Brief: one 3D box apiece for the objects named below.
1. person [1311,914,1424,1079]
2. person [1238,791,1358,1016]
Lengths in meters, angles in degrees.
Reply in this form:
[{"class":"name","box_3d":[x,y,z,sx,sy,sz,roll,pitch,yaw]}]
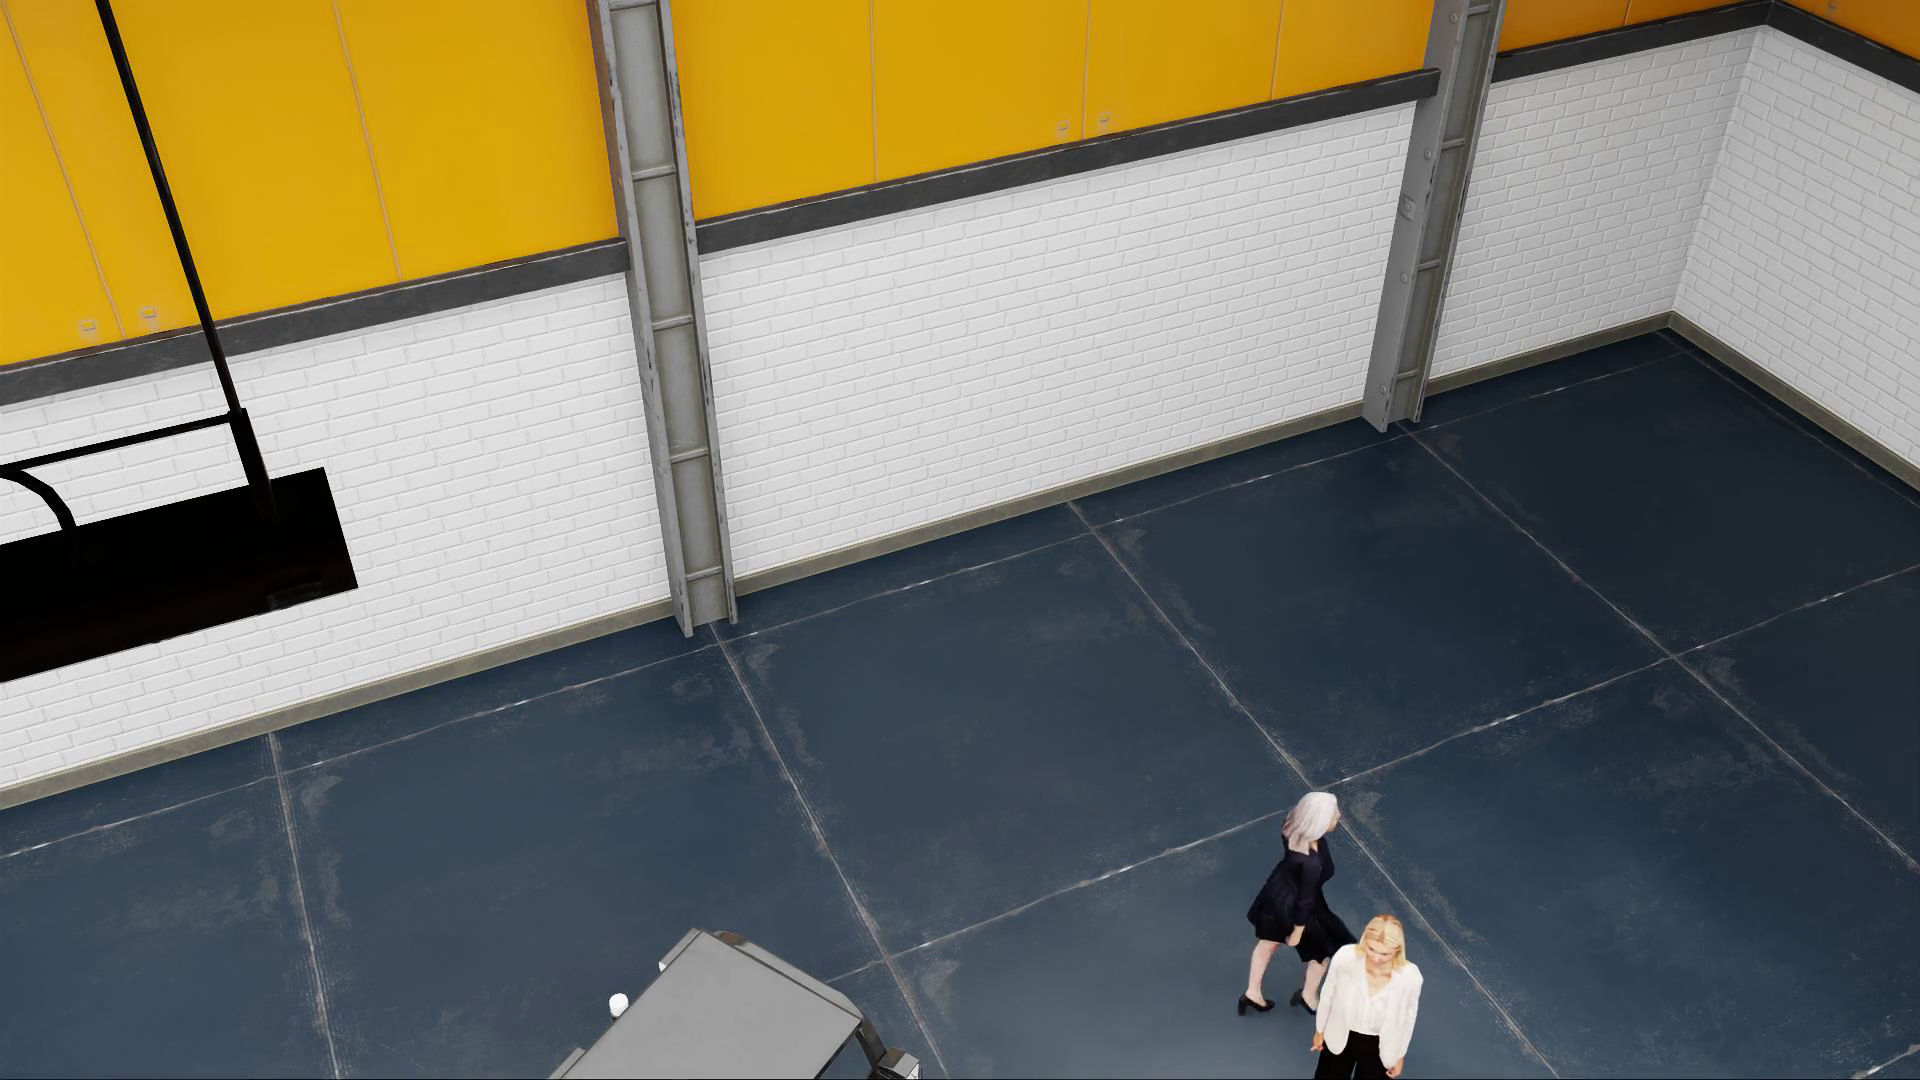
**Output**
[{"class":"person","box_3d":[1.953,2.447,8.107,0.667,1.860,0.733,12,40,14]},{"class":"person","box_3d":[1.687,1.960,8.820,0.832,1.731,0.687,-7,39,-8]}]
